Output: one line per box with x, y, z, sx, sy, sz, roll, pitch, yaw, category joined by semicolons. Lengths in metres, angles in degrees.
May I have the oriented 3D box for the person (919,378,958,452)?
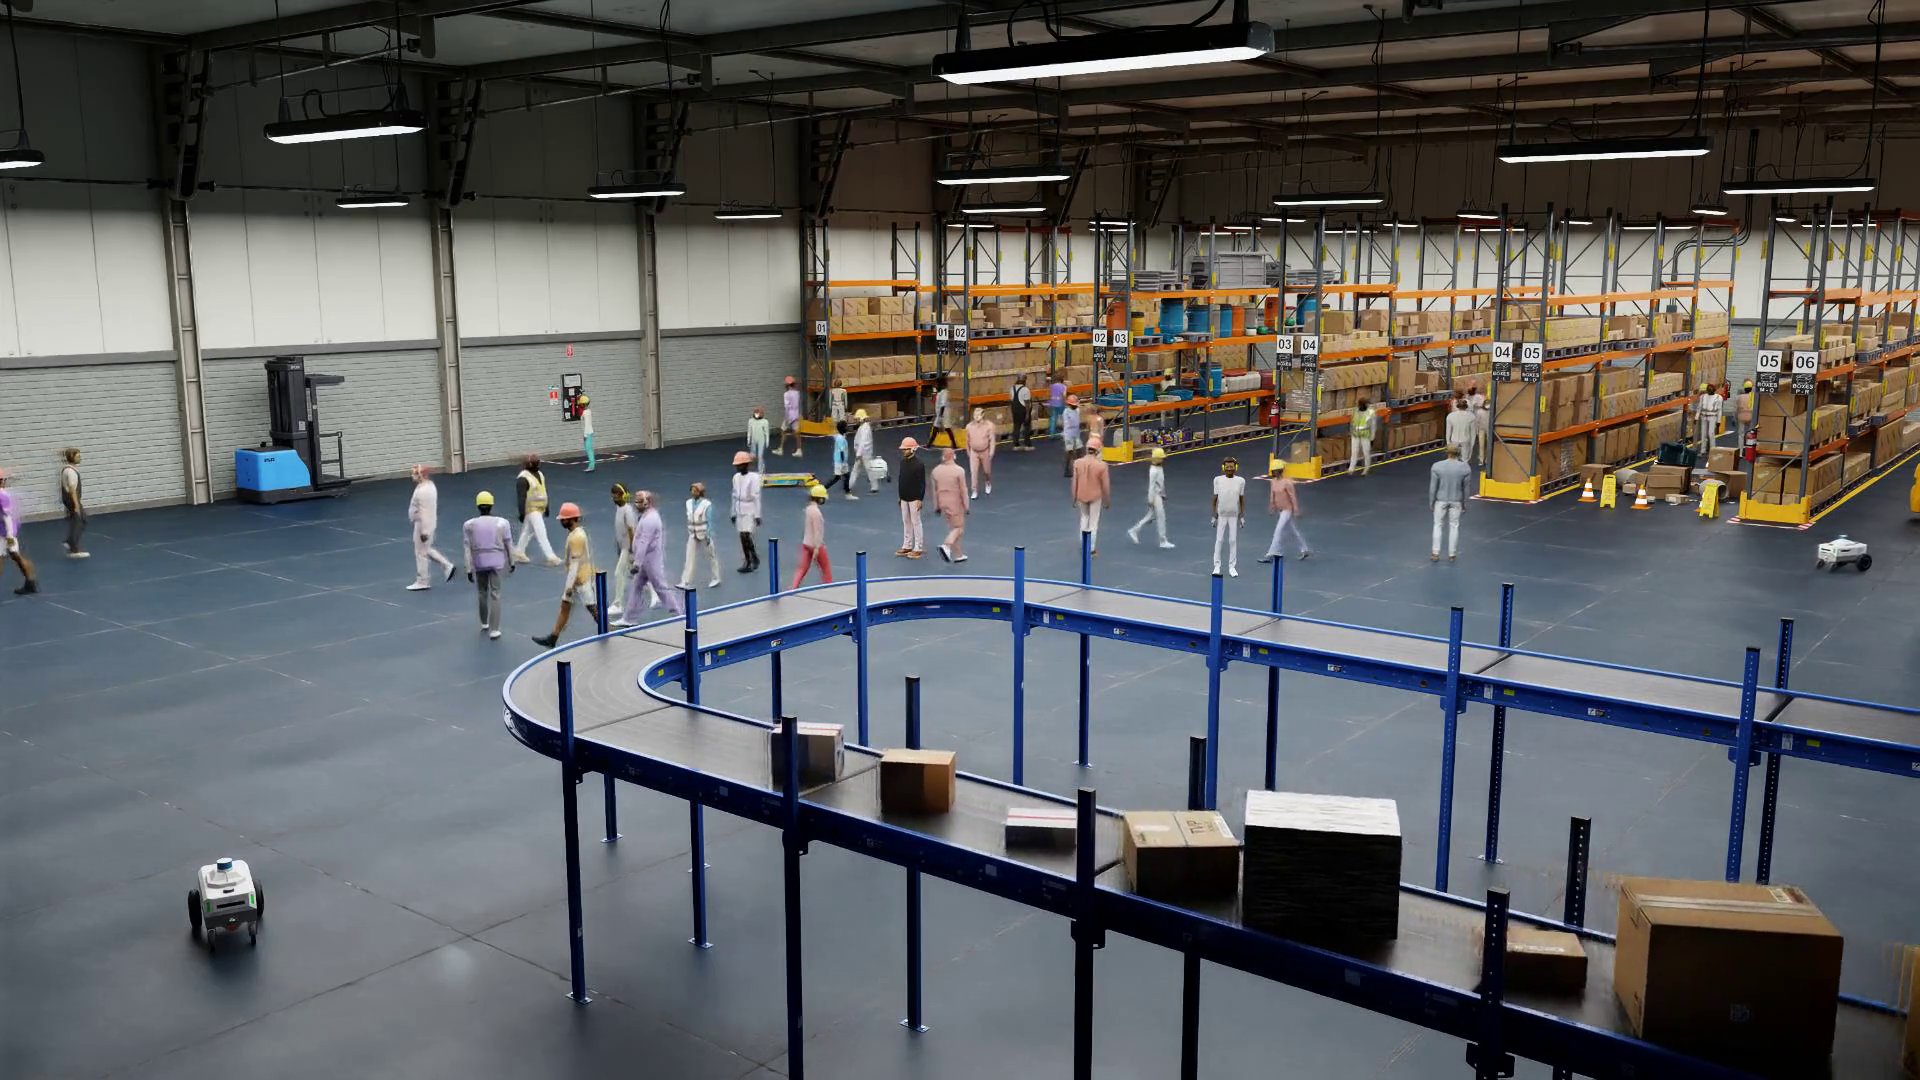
-0.513;-3.212;40.175;1.018;1.906;0.624;-3;11;-16;person

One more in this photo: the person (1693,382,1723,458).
18.690;-3.000;39.080;0.418;1.878;0.596;-6;12;-31;person

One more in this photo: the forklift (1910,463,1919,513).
19.034;-1.348;28.998;2.313;2.155;1.214;8;13;37;forklift

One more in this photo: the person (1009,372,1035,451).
1.619;-3.319;40.523;0.536;2.000;0.682;-10;14;-44;person

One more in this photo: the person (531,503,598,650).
-4.819;0.476;19.469;1.036;1.879;0.561;-3;10;-15;person

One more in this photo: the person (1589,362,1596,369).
19.297;-4.584;47.869;0.909;1.909;0.645;5;11;25;person

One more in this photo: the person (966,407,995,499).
0.430;-1.827;32.463;0.644;1.878;0.805;2;10;9;person

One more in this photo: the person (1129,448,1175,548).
3.291;-0.742;26.800;0.767;1.718;0.488;3;11;17;person

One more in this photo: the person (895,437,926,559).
-0.822;-0.703;25.807;0.383;1.993;0.622;-8;13;-38;person

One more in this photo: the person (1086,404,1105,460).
3.088;-2.313;35.910;0.480;1.627;0.518;-8;13;-38;person

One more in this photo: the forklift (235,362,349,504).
-13.803;-2.244;32.110;1.129;2.768;1.873;8;13;37;forklift

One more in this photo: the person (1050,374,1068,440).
2.760;-3.642;42.881;0.589;1.794;0.950;9;13;41;person

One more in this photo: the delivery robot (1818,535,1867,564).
14.016;0.163;24.841;0.707;0.478;0.477;-3;10;-17;delivery robot

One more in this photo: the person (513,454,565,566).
-6.860;-0.495;25.218;0.945;1.797;0.639;2;10;12;person

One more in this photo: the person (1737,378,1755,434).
22.230;-3.785;44.221;0.504;1.614;0.588;2;10;12;person

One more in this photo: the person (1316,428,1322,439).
9.077;-3.190;39.926;0.531;1.947;0.645;3;11;18;person

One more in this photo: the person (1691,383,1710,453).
18.921;-3.098;39.816;0.603;1.815;0.614;9;14;42;person

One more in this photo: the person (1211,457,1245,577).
4.162;-0.366;24.260;0.518;1.873;0.328;1;10;4;person

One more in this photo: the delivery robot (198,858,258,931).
-5.329;2.556;11.370;0.477;0.478;0.707;-5;11;-29;delivery robot

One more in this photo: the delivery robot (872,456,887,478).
-1.805;-1.631;34.940;0.477;0.478;0.707;-1;10;-4;delivery robot

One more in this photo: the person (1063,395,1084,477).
2.577;-2.350;35.384;0.588;1.892;0.576;10;14;44;person

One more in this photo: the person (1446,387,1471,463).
12.166;-2.780;37.996;0.696;1.847;0.584;-7;12;-36;person

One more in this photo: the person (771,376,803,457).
-4.331;-3.086;39.187;0.946;2.003;0.631;6;12;31;person

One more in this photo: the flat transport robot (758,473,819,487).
-3.839;-1.323;34.268;1.431;0.197;0.652;-2;10;-11;flat transport robot

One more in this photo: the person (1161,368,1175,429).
6.091;-4.079;45.363;0.587;1.807;0.843;7;12;33;person

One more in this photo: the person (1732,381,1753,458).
19.692;-3.027;39.196;0.630;1.884;0.930;5;11;25;person

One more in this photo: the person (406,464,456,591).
-7.927;-0.202;23.265;0.619;1.892;0.659;-1;10;-7;person

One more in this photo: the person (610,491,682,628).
-4.133;0.267;20.760;0.977;1.860;0.639;-3;11;-17;person

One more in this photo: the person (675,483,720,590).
-3.878;-0.051;23.249;0.533;1.596;0.867;6;12;29;person

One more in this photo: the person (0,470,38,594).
-14.031;-0.108;22.754;0.985;1.884;0.566;-6;12;-31;person

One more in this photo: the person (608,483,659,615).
-4.584;0.103;21.773;0.820;1.835;0.539;-5;11;-26;person

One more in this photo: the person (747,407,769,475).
-4.544;-2.220;35.387;0.517;1.618;0.501;3;11;18;person

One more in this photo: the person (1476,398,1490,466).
12.654;-2.603;37.584;0.511;1.612;0.657;4;11;23;person

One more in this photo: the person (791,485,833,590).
-2.069;0.065;22.273;0.898;1.719;0.520;-5;11;-28;person

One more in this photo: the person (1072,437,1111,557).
2.204;-0.722;25.973;0.649;1.970;0.622;4;11;24;person

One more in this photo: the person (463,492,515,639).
-6.149;0.299;20.473;0.599;1.890;0.847;-1;10;-8;person

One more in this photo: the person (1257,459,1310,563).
5.314;-0.482;25.427;0.969;1.689;0.528;-3;11;-17;person

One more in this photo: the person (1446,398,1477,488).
10.819;-2.097;33.814;0.630;1.940;0.372;4;11;20;person

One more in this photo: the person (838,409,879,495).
-2.121;-1.826;32.701;0.914;1.787;0.598;-2;10;-9;person

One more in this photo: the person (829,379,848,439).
-3.363;-3.622;43.235;0.522;1.639;0.305;0;10;2;person

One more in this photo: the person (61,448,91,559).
-14.553;-0.611;25.749;0.412;1.827;0.545;-6;12;-31;person

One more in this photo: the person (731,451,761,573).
-3.376;-0.432;24.492;0.565;1.918;0.409;8;13;39;person

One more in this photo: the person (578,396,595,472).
-8.704;-2.472;36.409;0.326;1.767;0.533;-1;10;-5;person

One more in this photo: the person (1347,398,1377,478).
9.100;-2.320;35.473;0.648;1.791;0.984;7;12;35;person

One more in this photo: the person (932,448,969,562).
-0.176;-0.554;25.311;0.694;1.870;0.661;8;13;38;person

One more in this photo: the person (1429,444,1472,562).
7.986;-0.608;25.529;0.643;1.916;0.443;2;10;11;person

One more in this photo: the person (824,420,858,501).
-2.502;-1.613;31.861;0.773;1.669;0.538;-1;10;-5;person

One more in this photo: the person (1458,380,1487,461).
12.604;-2.938;38.380;0.998;2.005;0.642;-7;12;-34;person
